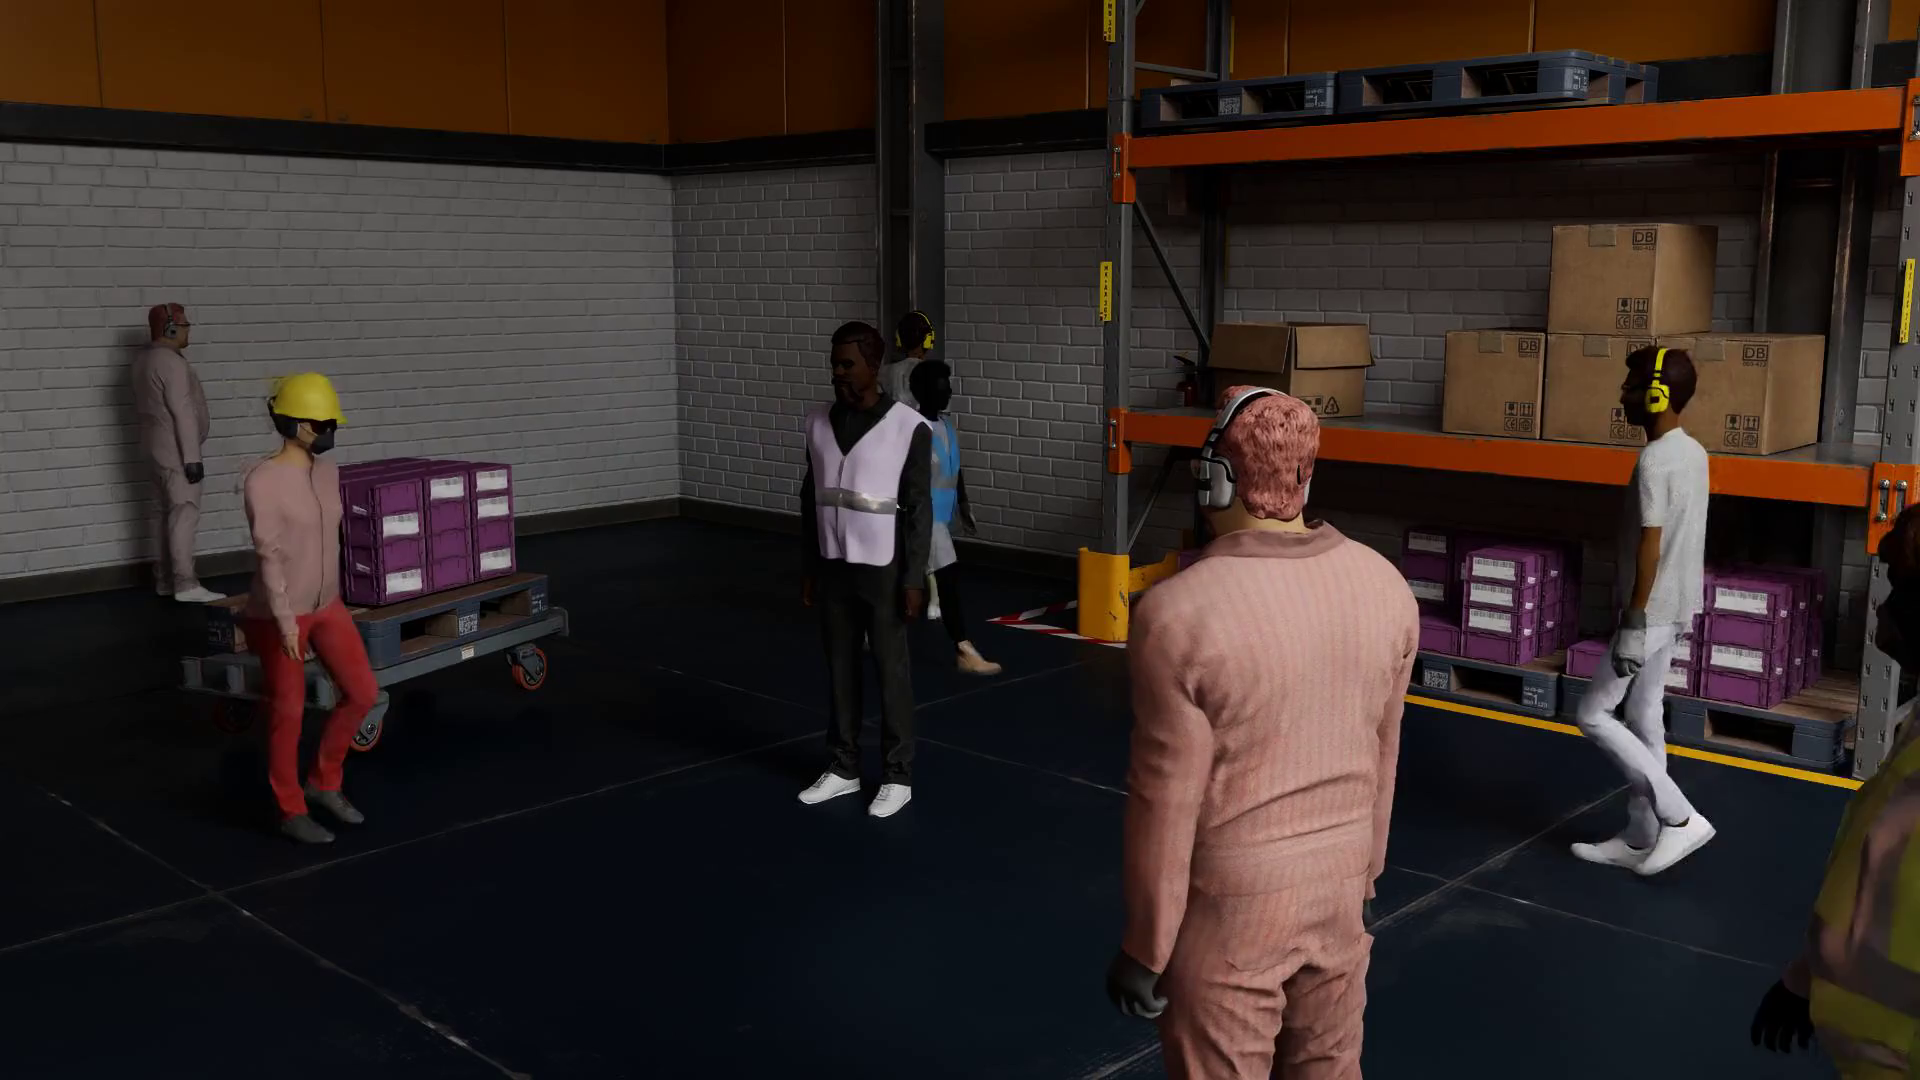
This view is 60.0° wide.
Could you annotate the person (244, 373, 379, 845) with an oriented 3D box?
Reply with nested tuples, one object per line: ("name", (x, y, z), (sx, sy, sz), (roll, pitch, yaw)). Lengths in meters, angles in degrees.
("person", (-2.395, 0.265, 6.086), (0.401, 1.746, 0.521), (3, 10, 19))

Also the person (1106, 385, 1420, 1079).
("person", (0.537, 0.668, 3.127), (0.641, 1.910, 0.401), (-6, 11, -31))

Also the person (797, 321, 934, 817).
("person", (-0.375, 0.109, 6.517), (0.594, 1.919, 0.388), (6, 11, 31))

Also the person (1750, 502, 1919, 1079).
("person", (1.448, 0.818, 2.575), (0.970, 1.786, 0.625), (6, 11, 33))

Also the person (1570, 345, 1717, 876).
("person", (2.373, 0.262, 5.750), (0.411, 1.860, 0.543), (7, 12, 38))

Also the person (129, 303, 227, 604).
("person", (-4.991, -0.553, 10.617), (0.647, 1.907, 0.403), (9, 13, 43))

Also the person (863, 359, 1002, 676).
("person", (-0.183, -0.131, 8.818), (0.866, 1.656, 0.539), (4, 10, 23))

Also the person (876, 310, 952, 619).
("person", (-0.259, -0.449, 10.090), (0.510, 1.872, 0.328), (2, 10, 13))
